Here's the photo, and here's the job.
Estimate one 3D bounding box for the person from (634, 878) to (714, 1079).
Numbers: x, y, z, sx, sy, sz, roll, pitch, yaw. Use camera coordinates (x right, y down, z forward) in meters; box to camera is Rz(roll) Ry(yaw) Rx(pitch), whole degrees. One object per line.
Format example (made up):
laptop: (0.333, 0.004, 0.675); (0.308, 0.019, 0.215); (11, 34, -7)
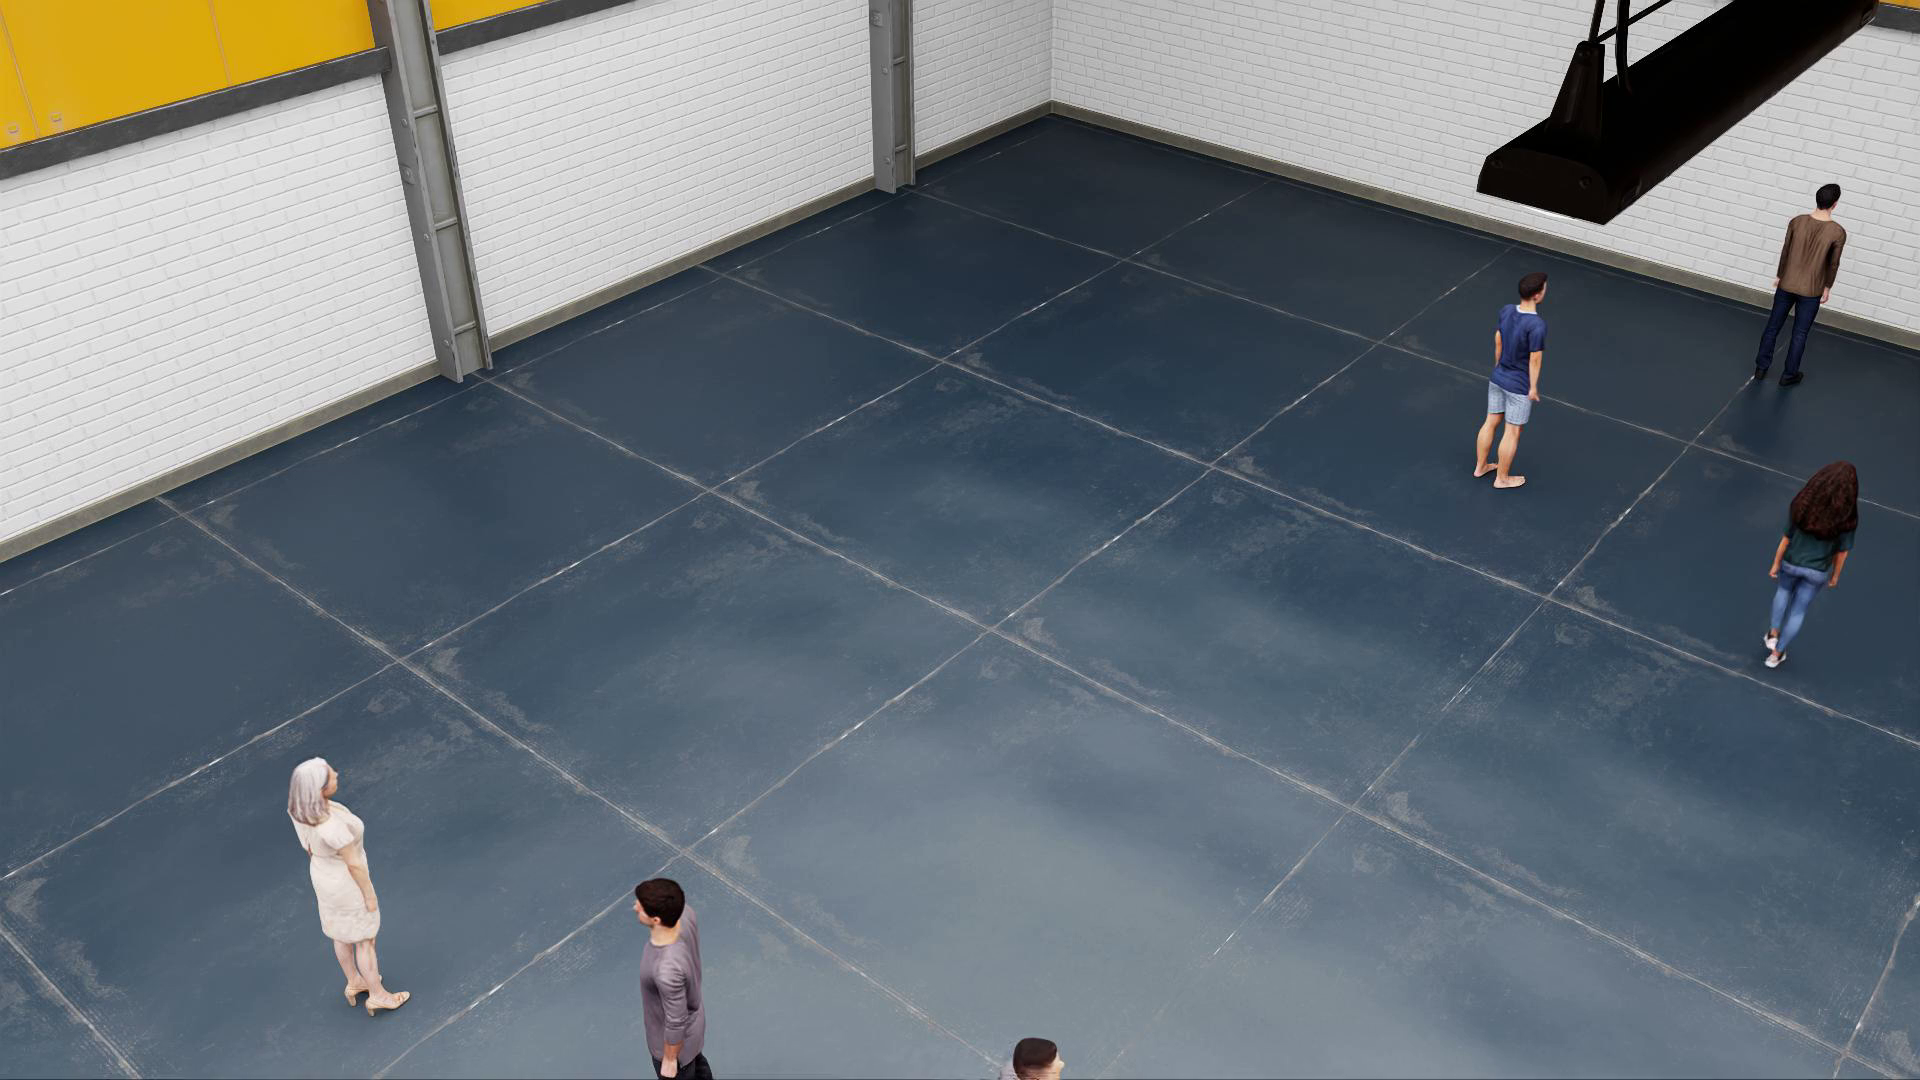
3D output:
person: (-1.357, 2.315, 7.997); (0.797, 1.854, 0.724); (-1, 34, -2)

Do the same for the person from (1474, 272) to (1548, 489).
person: (4.462, -1.291, 13.427); (0.687, 1.850, 0.699); (-16, 37, -23)

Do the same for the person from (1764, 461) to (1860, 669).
person: (5.774, 0.209, 11.393); (0.601, 1.603, 0.638); (22, 40, 30)

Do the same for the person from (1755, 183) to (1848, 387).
person: (7.535, -2.289, 14.895); (0.647, 1.887, 0.549); (26, 42, 34)

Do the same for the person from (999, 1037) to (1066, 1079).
person: (0.196, 2.836, 7.320); (1.036, 1.736, 0.929); (-8, 34, -11)

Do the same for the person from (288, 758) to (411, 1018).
person: (-3.266, 1.846, 8.809); (0.609, 1.736, 0.561); (21, 39, 28)
